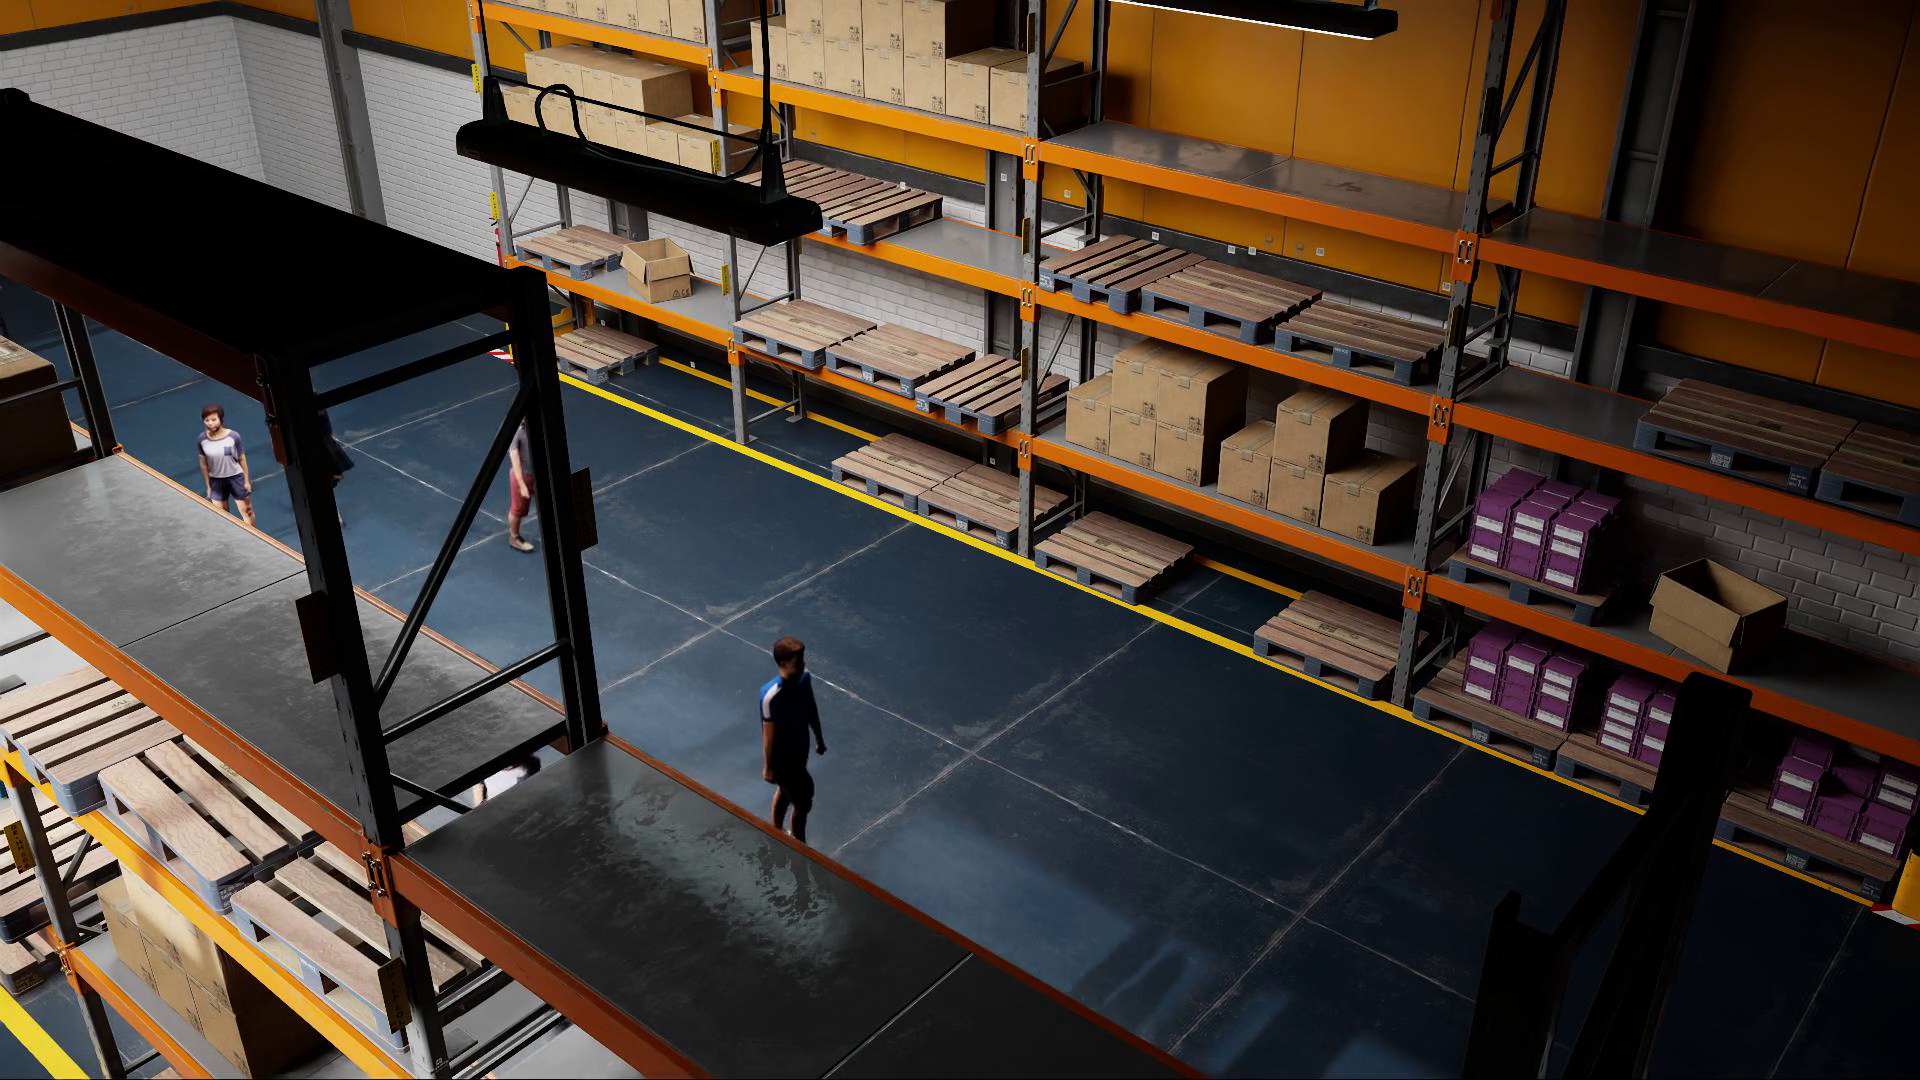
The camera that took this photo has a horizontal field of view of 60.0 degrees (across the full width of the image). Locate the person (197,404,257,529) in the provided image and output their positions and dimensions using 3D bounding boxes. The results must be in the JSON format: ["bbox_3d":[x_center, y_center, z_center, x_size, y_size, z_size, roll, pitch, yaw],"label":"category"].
[{"bbox_3d":[-7.046,-0.593,15.992,0.652,1.565,0.692,-6,29,-11],"label":"person"}]

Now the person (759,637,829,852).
[{"bbox_3d":[-1.305,1.482,11.896,0.918,1.842,0.801,12,31,21],"label":"person"}]
